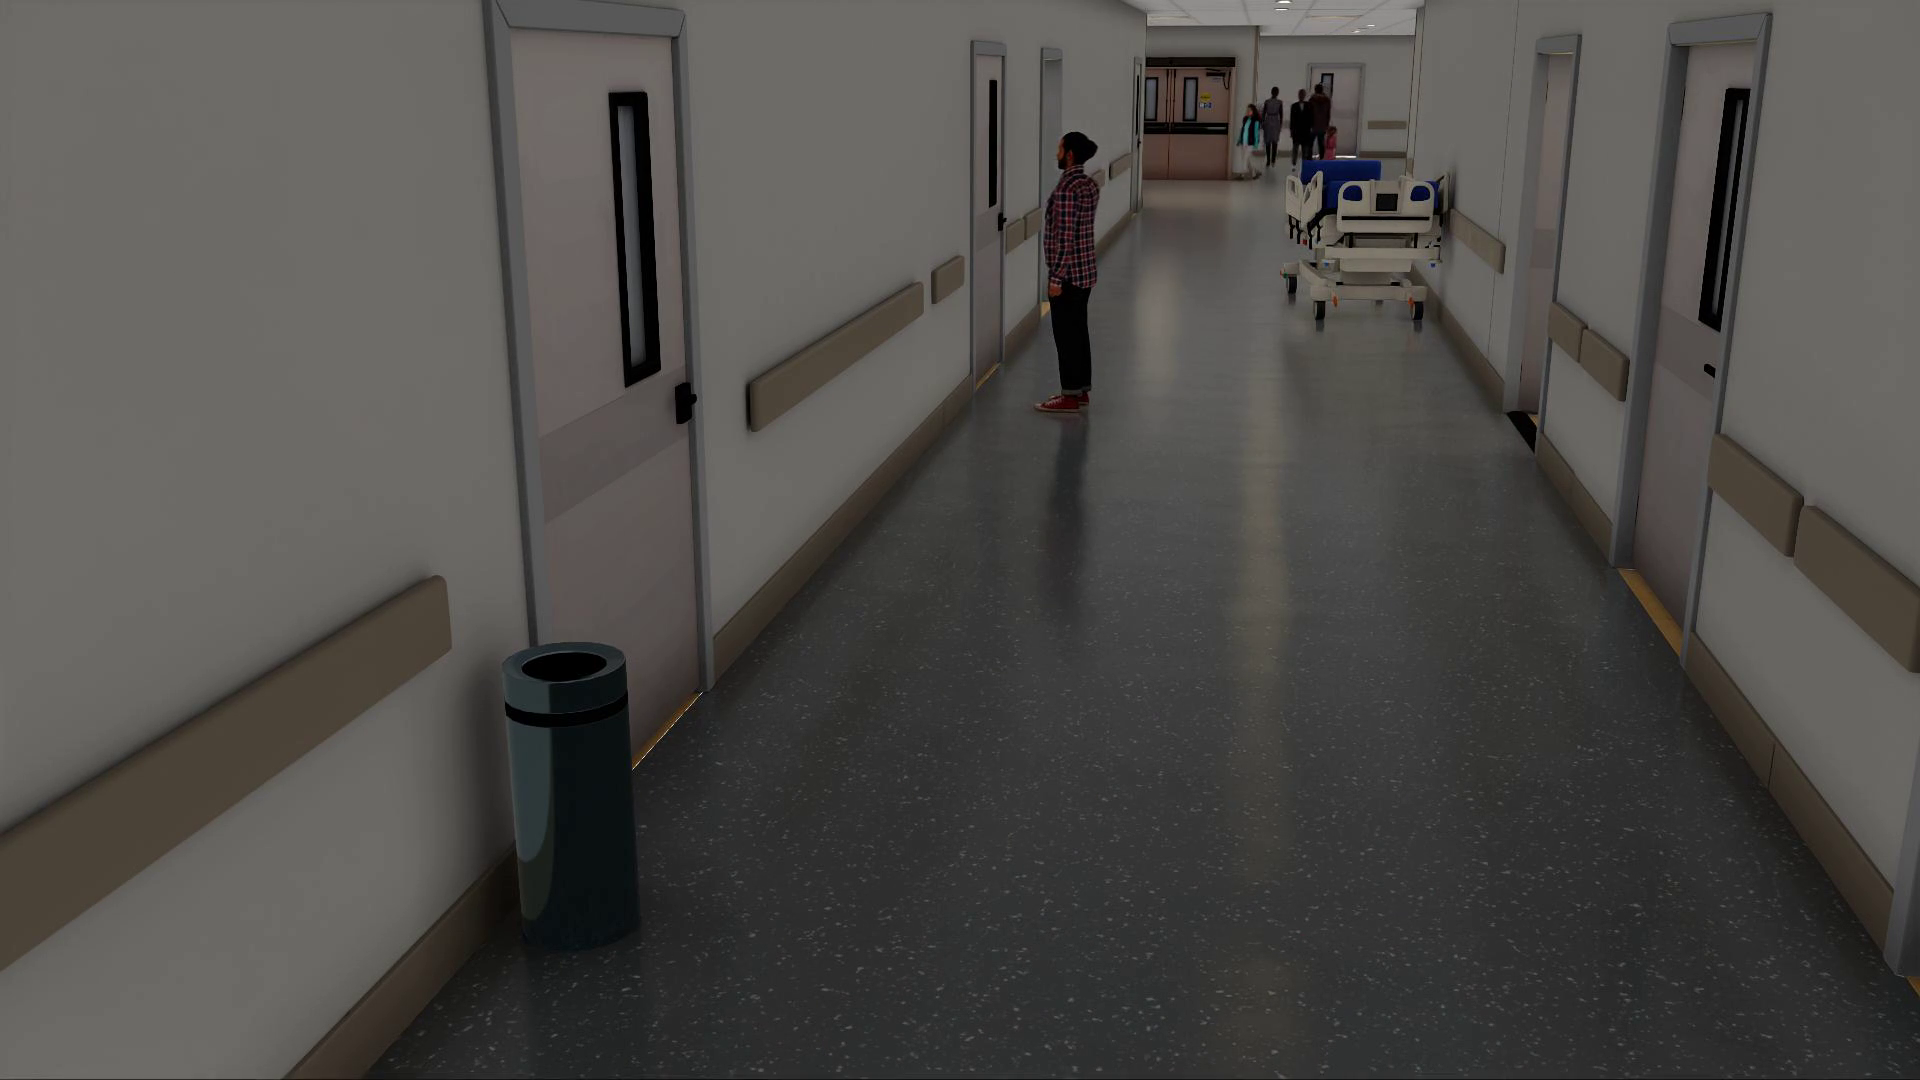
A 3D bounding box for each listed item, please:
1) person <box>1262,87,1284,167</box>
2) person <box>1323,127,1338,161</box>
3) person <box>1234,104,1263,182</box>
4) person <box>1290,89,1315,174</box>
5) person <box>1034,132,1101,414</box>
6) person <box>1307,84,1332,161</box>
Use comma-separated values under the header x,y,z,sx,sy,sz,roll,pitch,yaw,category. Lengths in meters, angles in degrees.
x,y,z,sx,sy,sz,roll,pitch,yaw,category
6.991,-9.221,37.323,1.144,1.727,0.738,3,16,12,person
7.596,-7.981,34.248,0.744,1.008,0.693,-11,19,-35,person
5.801,-7.877,33.022,1.032,1.474,0.896,-7,17,-24,person
7.298,-8.676,35.396,0.997,1.723,0.761,3,16,12,person
0.705,-1.706,10.605,0.662,1.760,0.737,6,17,20,person
7.991,-9.186,37.072,1.226,1.795,1.065,-2,16,-7,person
